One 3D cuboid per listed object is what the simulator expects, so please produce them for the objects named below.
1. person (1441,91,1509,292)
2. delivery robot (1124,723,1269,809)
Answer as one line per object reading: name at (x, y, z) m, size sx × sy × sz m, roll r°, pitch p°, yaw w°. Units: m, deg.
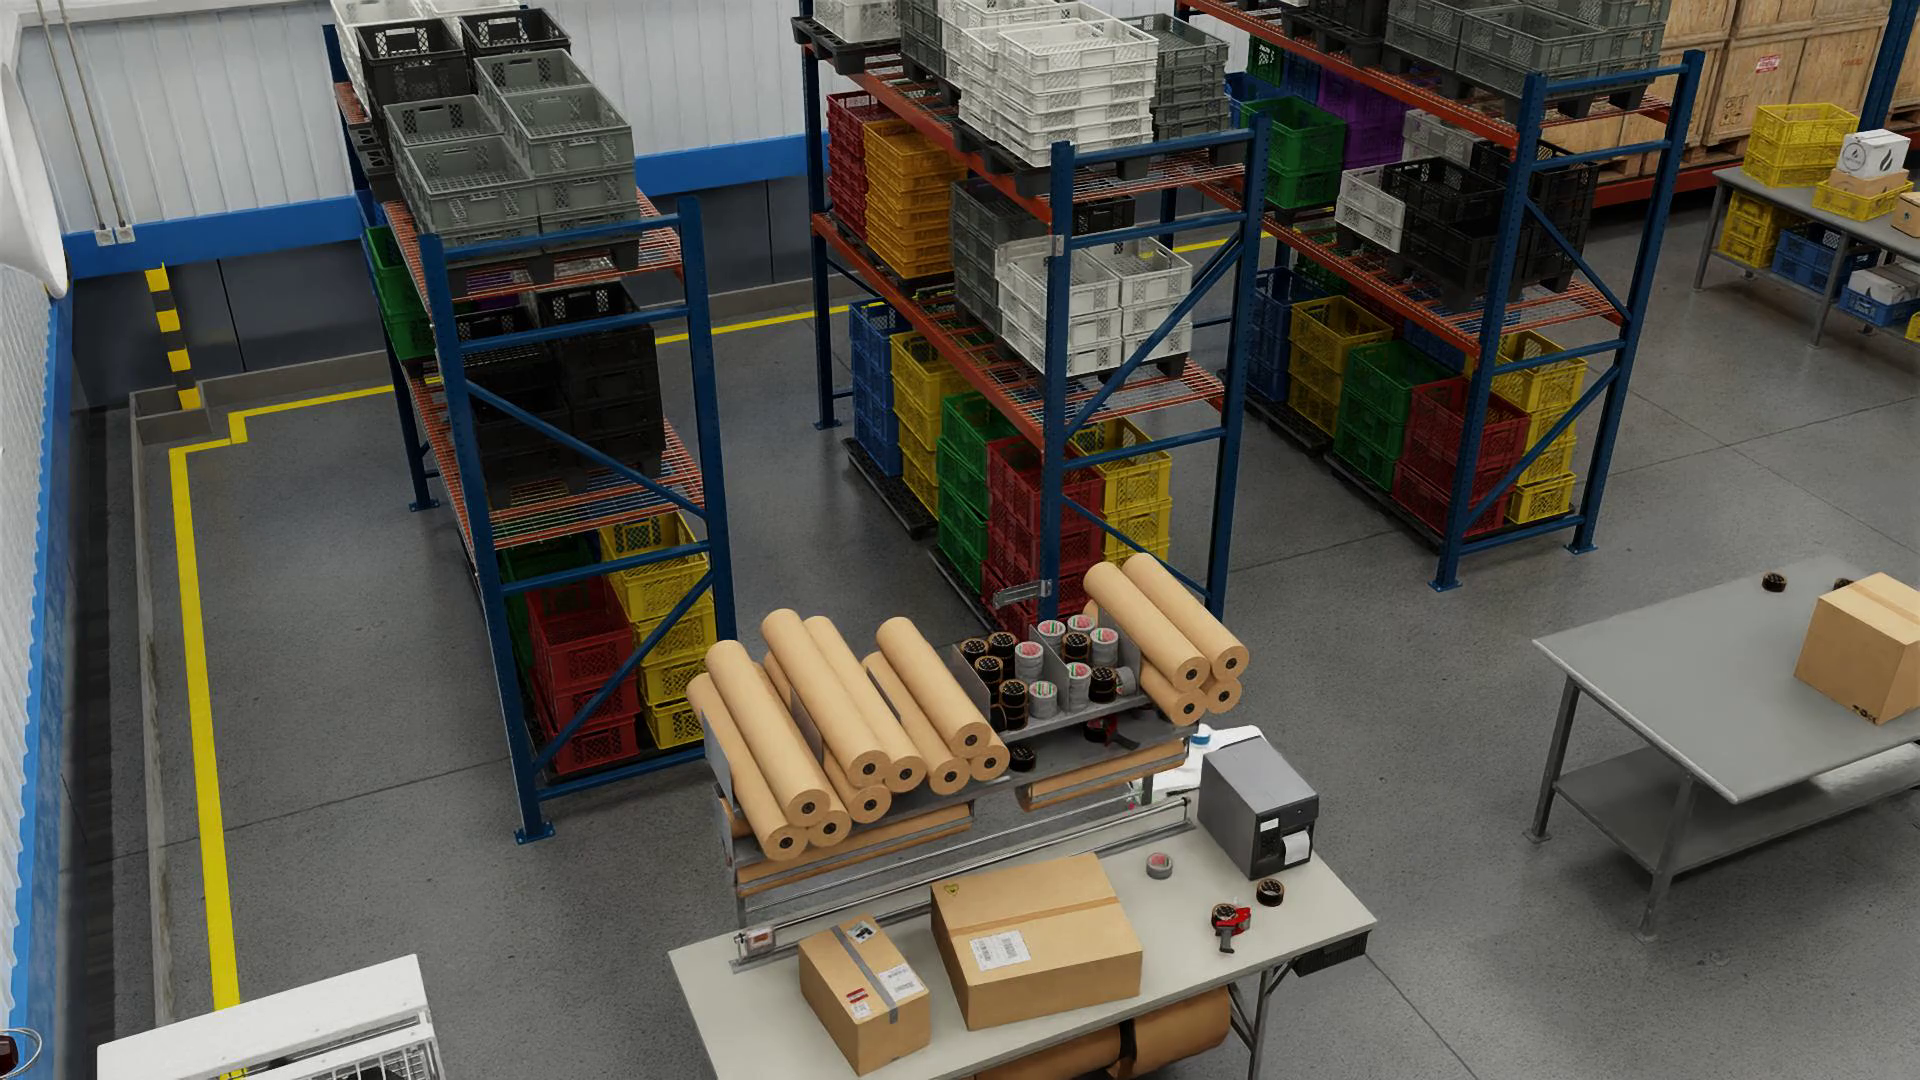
person at (3.766, -2.366, 12.213) m, size 0.373 × 1.935 × 0.628 m, roll 5°, pitch 32°, yaw 8°
delivery robot at (1.113, 1.083, 7.831) m, size 0.707 × 0.478 × 0.477 m, roll -7°, pitch 32°, yaw -11°
